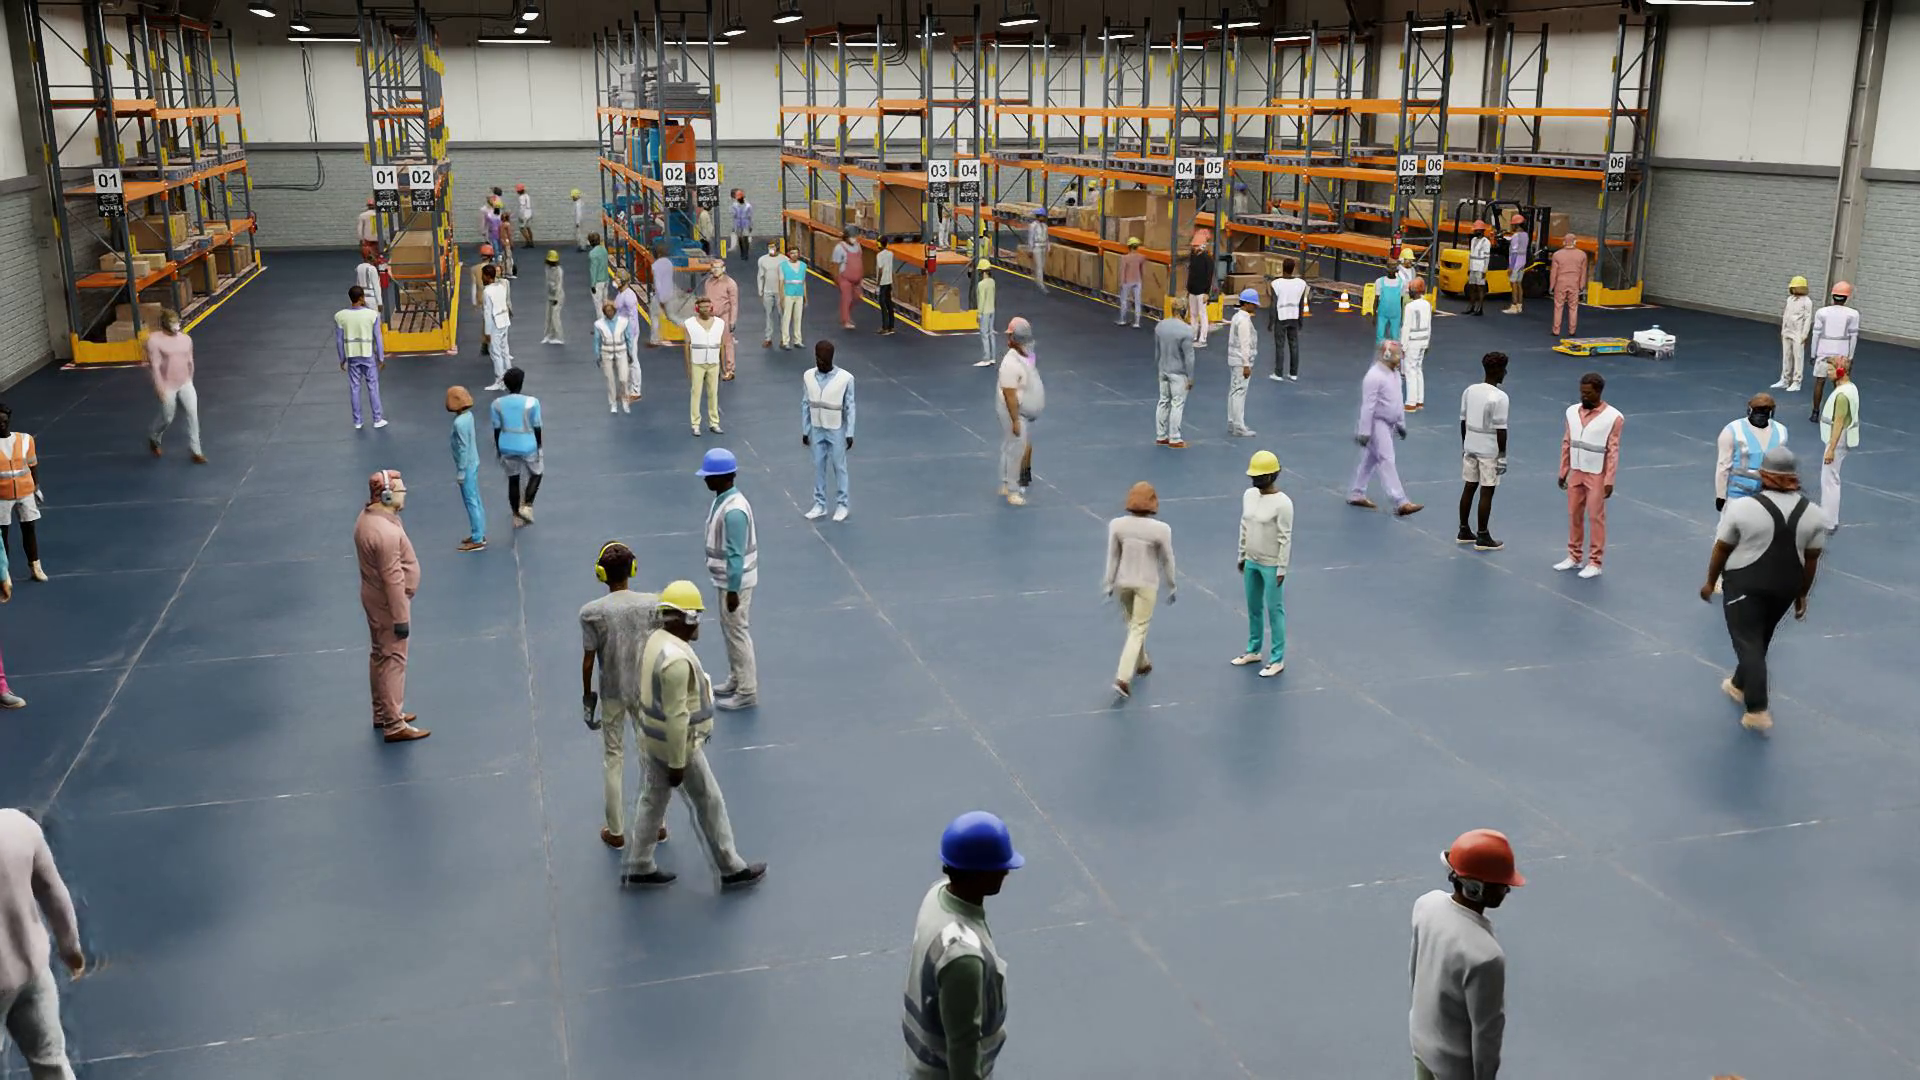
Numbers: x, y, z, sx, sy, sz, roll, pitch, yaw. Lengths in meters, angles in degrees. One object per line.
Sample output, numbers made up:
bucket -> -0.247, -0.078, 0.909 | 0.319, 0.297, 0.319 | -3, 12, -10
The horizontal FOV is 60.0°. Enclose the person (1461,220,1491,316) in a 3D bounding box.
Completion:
person -> 10.590, -5.564, 34.068 | 0.369, 1.939, 0.542 | -6, 16, -20

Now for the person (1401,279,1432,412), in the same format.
person -> 6.470, -2.763, 23.660 | 0.355, 1.875, 0.582 | 14, 21, 43

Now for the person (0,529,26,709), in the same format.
person -> -7.070, 0.316, 11.863 | 0.415, 1.985, 0.611 | 7, 16, 24

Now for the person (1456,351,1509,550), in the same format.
person -> 5.187, -0.891, 16.432 | 0.362, 1.963, 0.614 | -6, 16, -22

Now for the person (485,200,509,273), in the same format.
person -> -11.550, -7.554, 41.694 | 0.593, 1.883, 0.902 | -11, 19, -36

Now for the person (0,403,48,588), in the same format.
person -> -8.649, -0.414, 15.154 | 0.315, 1.696, 0.540 | 14, 21, 43

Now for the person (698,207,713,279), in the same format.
person -> -6.264, -7.469, 41.160 | 0.415, 1.985, 0.611 | -1, 15, -4

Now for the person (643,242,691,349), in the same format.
person -> -5.181, -4.316, 29.455 | 0.947, 1.899, 0.633 | 6, 16, 22

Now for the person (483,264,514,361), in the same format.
person -> -7.844, -3.871, 28.268 | 0.310, 1.642, 0.514 | 14, 20, 41

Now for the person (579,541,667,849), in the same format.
person -> -1.976, 0.918, 9.834 | 0.517, 1.861, 0.324 | -6, 16, -22

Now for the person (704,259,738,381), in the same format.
person -> -3.808, -3.474, 26.264 | 0.651, 1.909, 0.409 | 9, 17, 29

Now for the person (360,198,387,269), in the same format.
person -> -14.531, -7.479, 41.233 | 0.629, 1.961, 0.559 | -4, 15, -16

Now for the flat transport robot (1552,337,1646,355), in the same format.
flat transport robot -> 11.193, -3.397, 29.111 | 1.431, 0.197, 0.652 | -4, 15, -13

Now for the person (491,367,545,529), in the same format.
person -> -4.548, -0.946, 17.155 | 0.546, 1.682, 0.372 | 1, 15, 6

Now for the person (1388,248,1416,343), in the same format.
person -> 7.733, -4.172, 29.031 | 0.591, 1.834, 0.404 | -11, 19, -36

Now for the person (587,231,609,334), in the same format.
person -> -6.821, -4.858, 31.433 | 0.365, 1.932, 0.630 | 3, 15, 11

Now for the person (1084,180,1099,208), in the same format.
person -> 4.089, -10.255, 51.797 | 0.420, 1.895, 0.697 | -12, 19, -39

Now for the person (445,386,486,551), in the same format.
person -> -4.871, -0.708, 16.379 | 0.267, 1.632, 0.507 | -2, 15, -7

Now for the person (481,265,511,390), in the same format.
person -> -7.076, -3.236, 25.374 | 0.399, 1.914, 0.591 | 3, 15, 10

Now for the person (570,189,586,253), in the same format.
person -> -11.024, -9.191, 47.950 | 0.459, 1.812, 0.617 | -3, 15, -12

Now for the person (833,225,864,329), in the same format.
person -> -2.144, -5.092, 32.097 | 0.594, 2.000, 0.720 | 13, 20, 40

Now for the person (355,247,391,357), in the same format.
person -> -10.161, -4.114, 28.720 | 0.574, 1.883, 0.355 | 12, 19, 37

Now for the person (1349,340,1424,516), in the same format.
person -> 4.614, -1.199, 17.799 | 0.963, 1.860, 0.667 | 10, 18, 33

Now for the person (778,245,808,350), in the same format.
person -> -2.966, -4.309, 29.524 | 0.565, 1.845, 0.387 | -11, 18, -35

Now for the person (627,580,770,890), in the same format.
person -> -1.498, 1.103, 9.290 | 0.861, 1.773, 0.605 | -6, 16, -23

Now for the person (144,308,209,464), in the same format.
person -> -9.631, -1.887, 20.294 | 0.873, 1.907, 0.629 | 10, 18, 33

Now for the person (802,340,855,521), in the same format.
person -> -1.383, -1.164, 17.552 | 0.597, 1.916, 0.371 | 6, 16, 23

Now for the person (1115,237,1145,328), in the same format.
person -> 3.321, -5.014, 32.386 | 0.550, 1.734, 0.778 | -5, 16, -20

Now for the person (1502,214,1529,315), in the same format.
person -> 11.456, -5.683, 34.323 | 0.395, 2.038, 0.615 | 12, 19, 39

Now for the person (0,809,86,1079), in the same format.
person -> -3.799, 1.762, 6.608 | 0.372, 1.901, 0.764 | 7, 16, 24

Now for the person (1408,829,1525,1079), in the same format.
person -> 1.896, 1.911, 6.302 | 0.339, 1.748, 0.564 | -3, 15, -11

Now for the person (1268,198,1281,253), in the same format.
person -> 8.895, -8.834, 46.983 | 0.288, 1.629, 0.499 | 5, 16, 17

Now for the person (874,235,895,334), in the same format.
person -> -1.438, -4.820, 31.412 | 0.319, 1.865, 0.521 | 9, 17, 30

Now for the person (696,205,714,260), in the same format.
person -> -6.889, -8.382, 44.637 | 0.879, 1.969, 0.627 | 14, 20, 42

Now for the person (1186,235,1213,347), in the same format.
person -> 4.261, -4.460, 29.804 | 0.382, 1.995, 0.613 | -8, 17, -28

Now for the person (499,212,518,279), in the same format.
person -> -11.196, -7.276, 41.088 | 0.310, 1.638, 0.522 | -14, 20, -42

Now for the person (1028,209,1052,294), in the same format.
person -> 1.855, -6.608, 38.098 | 0.679, 1.886, 0.668 | 10, 18, 34

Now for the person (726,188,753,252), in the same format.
person -> -6.440, -9.307, 48.377 | 0.717, 1.825, 0.621 | -2, 15, -9

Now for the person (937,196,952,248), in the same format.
person -> -0.448, -9.604, 49.481 | 0.430, 1.835, 0.631 | 7, 16, 25
